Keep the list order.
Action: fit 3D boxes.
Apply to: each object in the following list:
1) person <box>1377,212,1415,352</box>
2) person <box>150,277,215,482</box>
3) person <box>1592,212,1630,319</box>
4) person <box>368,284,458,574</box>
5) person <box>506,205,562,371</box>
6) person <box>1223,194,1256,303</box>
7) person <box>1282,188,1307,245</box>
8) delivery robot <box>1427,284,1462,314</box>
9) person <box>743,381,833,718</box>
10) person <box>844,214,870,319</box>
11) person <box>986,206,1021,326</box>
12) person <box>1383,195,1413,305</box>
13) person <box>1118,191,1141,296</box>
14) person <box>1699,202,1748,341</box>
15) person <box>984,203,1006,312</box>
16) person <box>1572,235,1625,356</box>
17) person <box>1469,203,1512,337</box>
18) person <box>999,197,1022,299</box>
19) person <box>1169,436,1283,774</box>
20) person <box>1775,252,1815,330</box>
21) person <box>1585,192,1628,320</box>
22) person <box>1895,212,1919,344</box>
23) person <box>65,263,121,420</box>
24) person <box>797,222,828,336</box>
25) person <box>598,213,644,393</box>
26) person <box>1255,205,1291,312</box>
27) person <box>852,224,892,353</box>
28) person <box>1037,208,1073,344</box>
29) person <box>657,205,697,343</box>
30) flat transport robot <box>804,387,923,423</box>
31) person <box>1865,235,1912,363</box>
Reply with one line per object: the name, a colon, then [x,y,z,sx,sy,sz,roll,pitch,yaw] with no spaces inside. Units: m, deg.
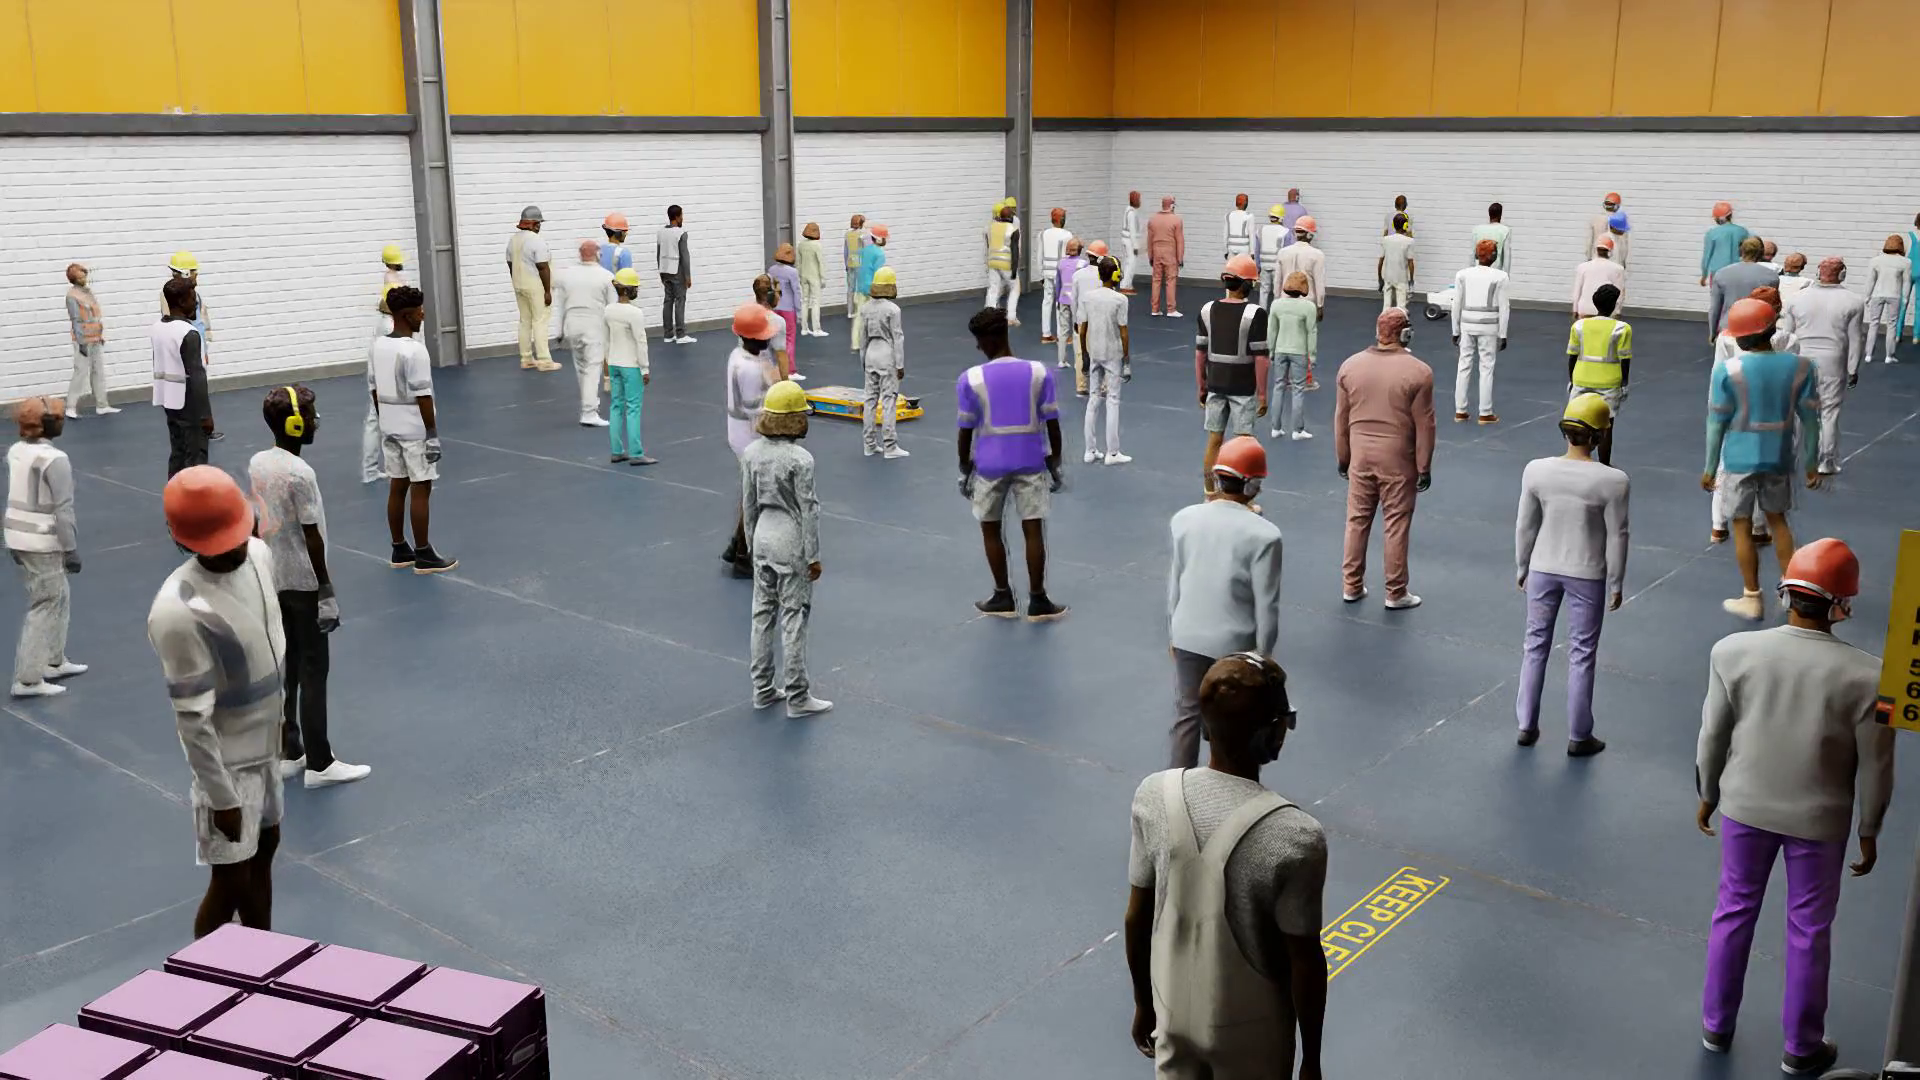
person: [5.831,-3.433,22.242,0.535,1.868,0.309,11,18,38]
person: [-5.749,-0.978,12.330,0.597,1.916,0.371,11,18,38]
person: [8.482,-3.361,21.919,0.418,1.897,0.701,0,14,0]
person: [-3.747,-0.752,11.331,0.614,1.962,0.366,11,18,38]
person: [-5.282,-3.145,20.742,0.688,2.000,0.536,11,18,38]
person: [4.670,-4.833,27.809,0.585,1.879,0.337,11,18,38]
person: [5.895,-5.285,29.565,0.652,1.906,0.402,11,18,38]
delivery robot: [7.676,-3.742,25.950,0.707,0.478,0.477,8,16,29]
person: [-0.898,0.043,8.604,0.493,1.742,0.322,11,18,38]
person: [-1.605,-4.277,26.083,0.523,1.636,0.310,11,18,38]
person: [0.649,-4.116,25.116,0.633,1.805,0.622,10,17,36]
person: [7.401,-4.897,28.137,0.517,1.843,0.326,11,18,38]
person: [3.035,-5.299,29.742,0.398,1.858,0.671,0,14,0]
person: [10.770,-3.754,23.386,0.716,1.947,0.421,0,14,-1]
person: [0.595,-4.532,26.828,0.425,1.782,0.667,0,14,1]
person: [7.610,-2.758,19.873,0.573,1.720,0.593,11,18,37]
person: [7.592,-3.860,23.850,0.597,1.916,0.371,11,18,38]
person: [0.859,-5.108,29.144,0.533,1.767,0.326,11,18,38]
person: [1.124,0.415,7.179,0.567,1.712,0.584,10,17,36]
person: [9.124,-2.341,18.341,0.523,1.638,0.310,11,18,38]
person: [9.955,-4.335,25.594,0.623,1.989,0.400,11,18,38]
person: [13.312,-3.653,23.169,0.517,1.843,0.326,11,18,38]
person: [-9.147,-2.073,17.322,0.405,1.616,0.629,-1,14,-5]
person: [-2.141,-3.767,24.052,0.507,1.632,0.267,11,18,38]
person: [-3.866,-2.669,18.835,0.615,2.041,0.391,11,18,38]
person: [4.740,-4.124,25.076,0.601,1.830,0.403,11,18,38]
person: [-1.175,-3.338,22.205,0.606,1.716,0.581,-8,16,-30]
person: [1.342,-3.668,23.146,0.585,1.882,0.337,11,18,38]
person: [-4.001,-3.718,23.282,0.597,1.916,0.371,11,18,38]
flat transport robot: [-1.141,-1.441,17.521,1.431,0.197,0.652,11,18,38]
person: [11.903,-3.091,21.354,0.507,1.631,0.270,11,18,38]
